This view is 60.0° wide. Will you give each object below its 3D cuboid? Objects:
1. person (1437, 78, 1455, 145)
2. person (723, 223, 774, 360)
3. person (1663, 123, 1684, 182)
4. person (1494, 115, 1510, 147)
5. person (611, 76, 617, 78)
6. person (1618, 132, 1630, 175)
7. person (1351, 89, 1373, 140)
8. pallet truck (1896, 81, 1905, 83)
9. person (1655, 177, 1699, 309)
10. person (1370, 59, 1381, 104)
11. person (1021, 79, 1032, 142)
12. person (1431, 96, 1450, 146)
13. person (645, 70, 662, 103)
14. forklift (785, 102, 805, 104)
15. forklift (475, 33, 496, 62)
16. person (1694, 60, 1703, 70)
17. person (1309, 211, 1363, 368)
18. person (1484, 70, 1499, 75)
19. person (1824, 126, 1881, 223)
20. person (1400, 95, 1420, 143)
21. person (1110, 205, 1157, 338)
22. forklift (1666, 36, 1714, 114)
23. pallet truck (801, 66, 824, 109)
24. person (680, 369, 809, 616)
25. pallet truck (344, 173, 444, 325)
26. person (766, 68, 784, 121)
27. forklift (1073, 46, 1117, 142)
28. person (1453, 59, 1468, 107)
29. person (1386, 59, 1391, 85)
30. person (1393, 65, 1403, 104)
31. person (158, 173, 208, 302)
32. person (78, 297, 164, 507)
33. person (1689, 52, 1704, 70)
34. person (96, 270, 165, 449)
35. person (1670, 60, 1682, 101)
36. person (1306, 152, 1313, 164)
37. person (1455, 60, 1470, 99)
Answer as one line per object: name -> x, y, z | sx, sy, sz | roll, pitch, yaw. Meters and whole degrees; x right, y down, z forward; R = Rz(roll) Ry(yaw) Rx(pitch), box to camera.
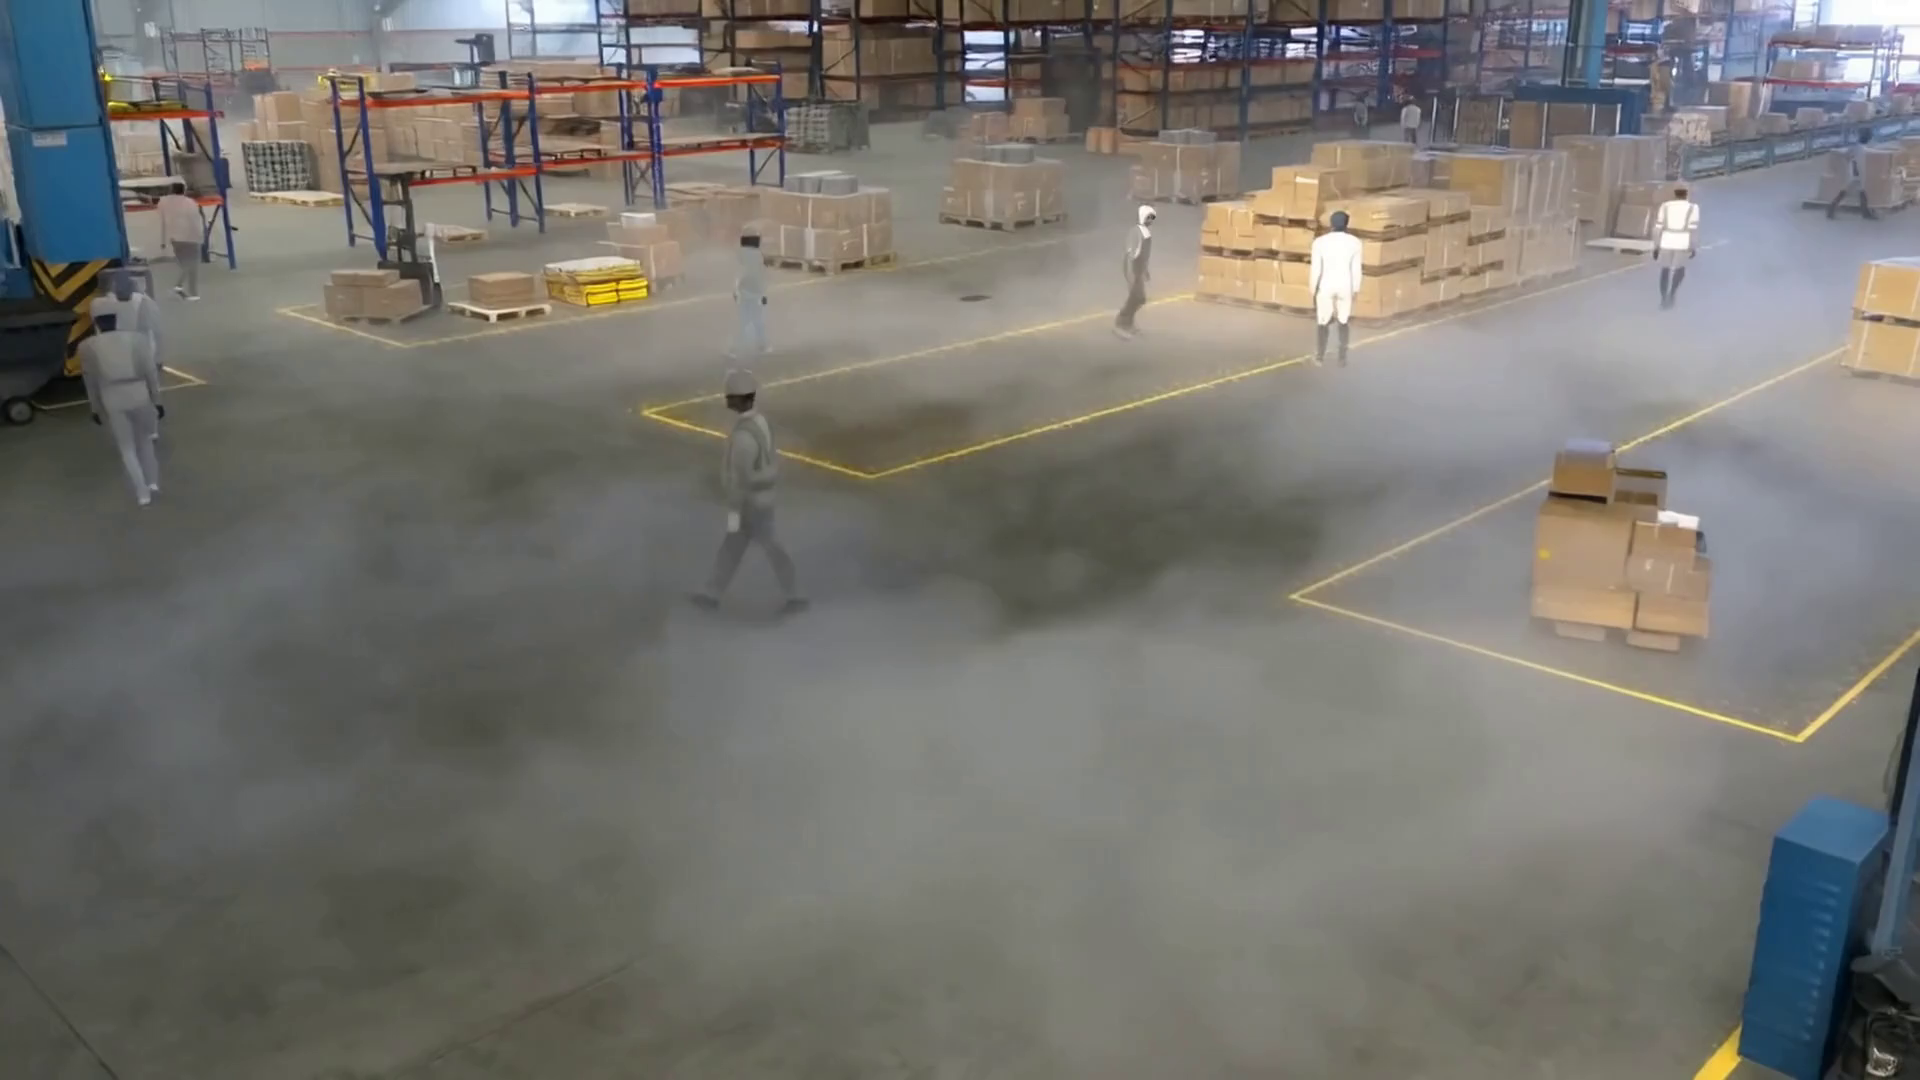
person -> 14.434, -12.658, 49.306 | 0.623, 1.989, 0.399 | -14, 23, -37
person -> -2.722, -3.156, 21.134 | 0.493, 1.709, 0.860 | 17, 25, 41
person -> 15.854, -8.413, 36.999 | 0.323, 1.691, 0.536 | -2, 18, -5
person -> 11.951, -8.417, 36.721 | 0.328, 1.872, 0.514 | 17, 25, 42
person -> -11.926, -15.247, 57.675 | 0.509, 1.629, 0.315 | 16, 24, 40
person -> 13.490, -7.538, 34.286 | 0.518, 1.733, 0.864 | -2, 18, -6
person -> 10.657, -10.802, 43.638 | 0.885, 2.000, 0.711 | 1, 18, 2
pallet truck -> 34.802, -16.331, 61.455 | 0.653, 1.274, 1.630 | 17, 25, 41
person -> 10.439, -4.321, 24.287 | 0.563, 1.928, 0.423 | 12, 22, 31
person -> 16.557, -18.397, 66.778 | 0.732, 1.874, 0.656 | -3, 19, -9
person -> 2.061, -13.214, 51.153 | 0.355, 1.882, 0.575 | 7, 19, 19
person -> 13.668, -11.819, 47.384 | 0.509, 1.589, 0.802 | 9, 20, 24
person -> -10.374, -14.986, 56.457 | 0.598, 1.910, 0.385 | 5, 19, 15
forklift -> -7.333, -18.966, 66.923 | 1.873, 2.768, 1.129 | 17, 25, 41
forklift -> -18.639, -18.554, 65.683 | 1.129, 2.768, 1.873 | 17, 25, 41
person -> 29.286, -18.146, 66.103 | 0.587, 1.826, 0.404 | -9, 20, -25
person -> 4.626, -3.092, 20.573 | 0.627, 1.937, 0.372 | 2, 18, 5
person -> 22.923, -20.125, 71.742 | 0.605, 2.035, 0.399 | 7, 20, 20
person -> 17.990, -7.312, 33.330 | 0.625, 1.908, 1.021 | -16, 24, -39
person -> 12.424, -11.404, 45.960 | 0.525, 1.723, 0.913 | 6, 19, 18
person -> 2.365, -3.583, 22.273 | 0.530, 1.805, 0.553 | 9, 20, 24
forklift -> 27.341, -17.291, 61.877 | 1.129, 2.768, 1.873 | 17, 25, 41
pallet truck -> -4.812, -15.182, 56.903 | 0.823, 1.965, 1.885 | -9, 21, -26
person -> -1.596, -0.328, 12.315 | 0.988, 1.894, 0.629 | -1, 18, -3
pallet truck -> -8.209, -4.181, 23.757 | 0.823, 1.965, 1.885 | 3, 19, 9
person -> -6.571, -15.830, 59.119 | 0.656, 1.827, 0.444 | -6, 19, -18
forklift -> 3.926, -13.824, 51.431 | 1.129, 2.768, 1.873 | 17, 25, 41
person -> 19.922, -18.251, 66.361 | 0.965, 1.867, 0.656 | -15, 24, -38
person -> 19.276, -21.278, 75.583 | 0.873, 1.803, 0.600 | -14, 23, -36
person -> 17.470, -18.161, 66.528 | 0.503, 1.589, 0.844 | 15, 24, 38
person -> -11.659, -4.534, 24.966 | 0.624, 1.905, 0.449 | 2, 18, 7
person -> -7.642, -1.272, 15.156 | 0.611, 1.887, 0.792 | -13, 23, -35
person -> 31.552, -19.948, 71.392 | 0.582, 1.915, 0.582 | 10, 21, 27
person -> -8.452, -1.822, 16.940 | 0.652, 1.808, 0.882 | -5, 19, -14
person -> 30.072, -19.309, 69.837 | 0.551, 1.662, 0.735 | 10, 21, 28
person -> 5.879, -5.601, 28.158 | 0.587, 1.920, 0.392 | -7, 20, -20
person -> 21.241, -19.397, 70.149 | 0.865, 1.656, 0.539 | -16, 24, -40
